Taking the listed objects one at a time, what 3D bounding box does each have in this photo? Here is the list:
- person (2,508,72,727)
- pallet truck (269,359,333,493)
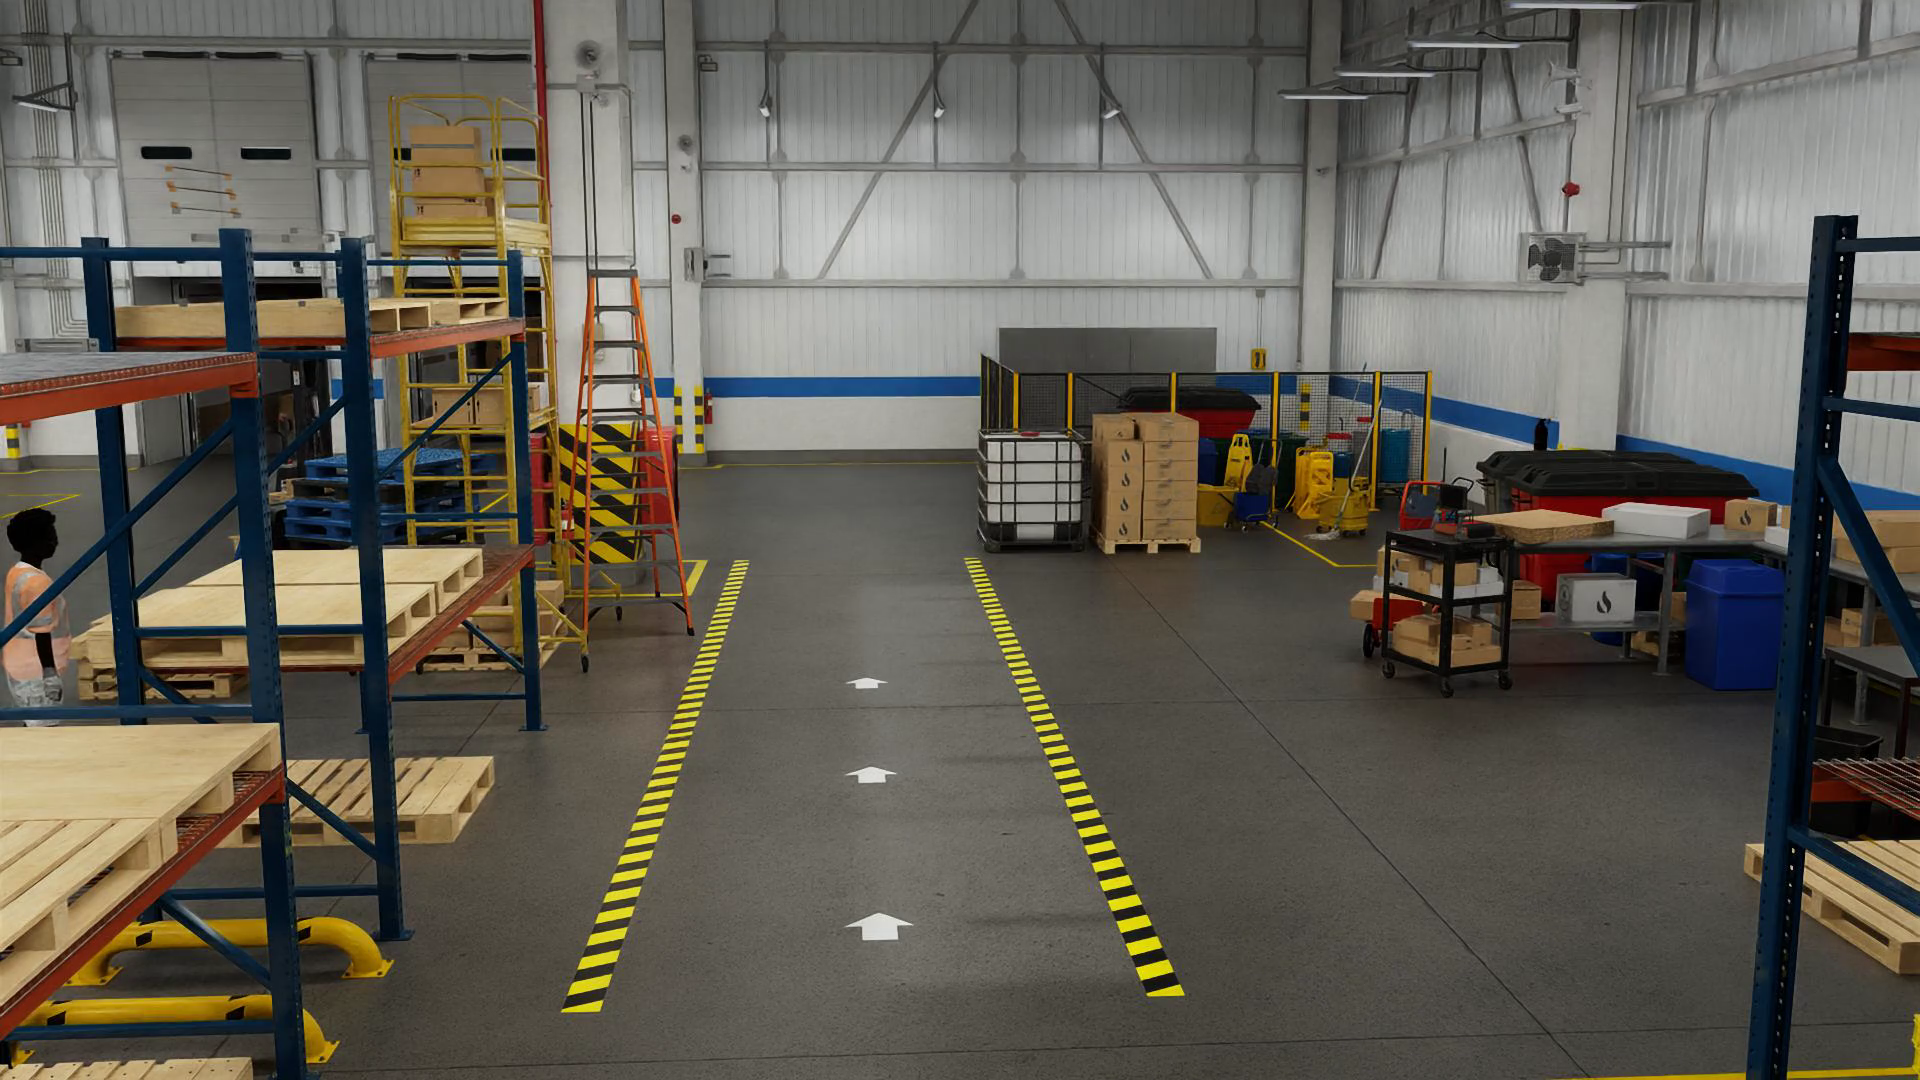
[{"bbox_3d":[-4.779,0.675,8.632,0.321,1.690,0.529,-6,11,-34],"label":"person"},{"bbox_3d":[-7.062,-1.131,18.996,1.885,1.965,0.823,2,9,13],"label":"pallet truck"}]
